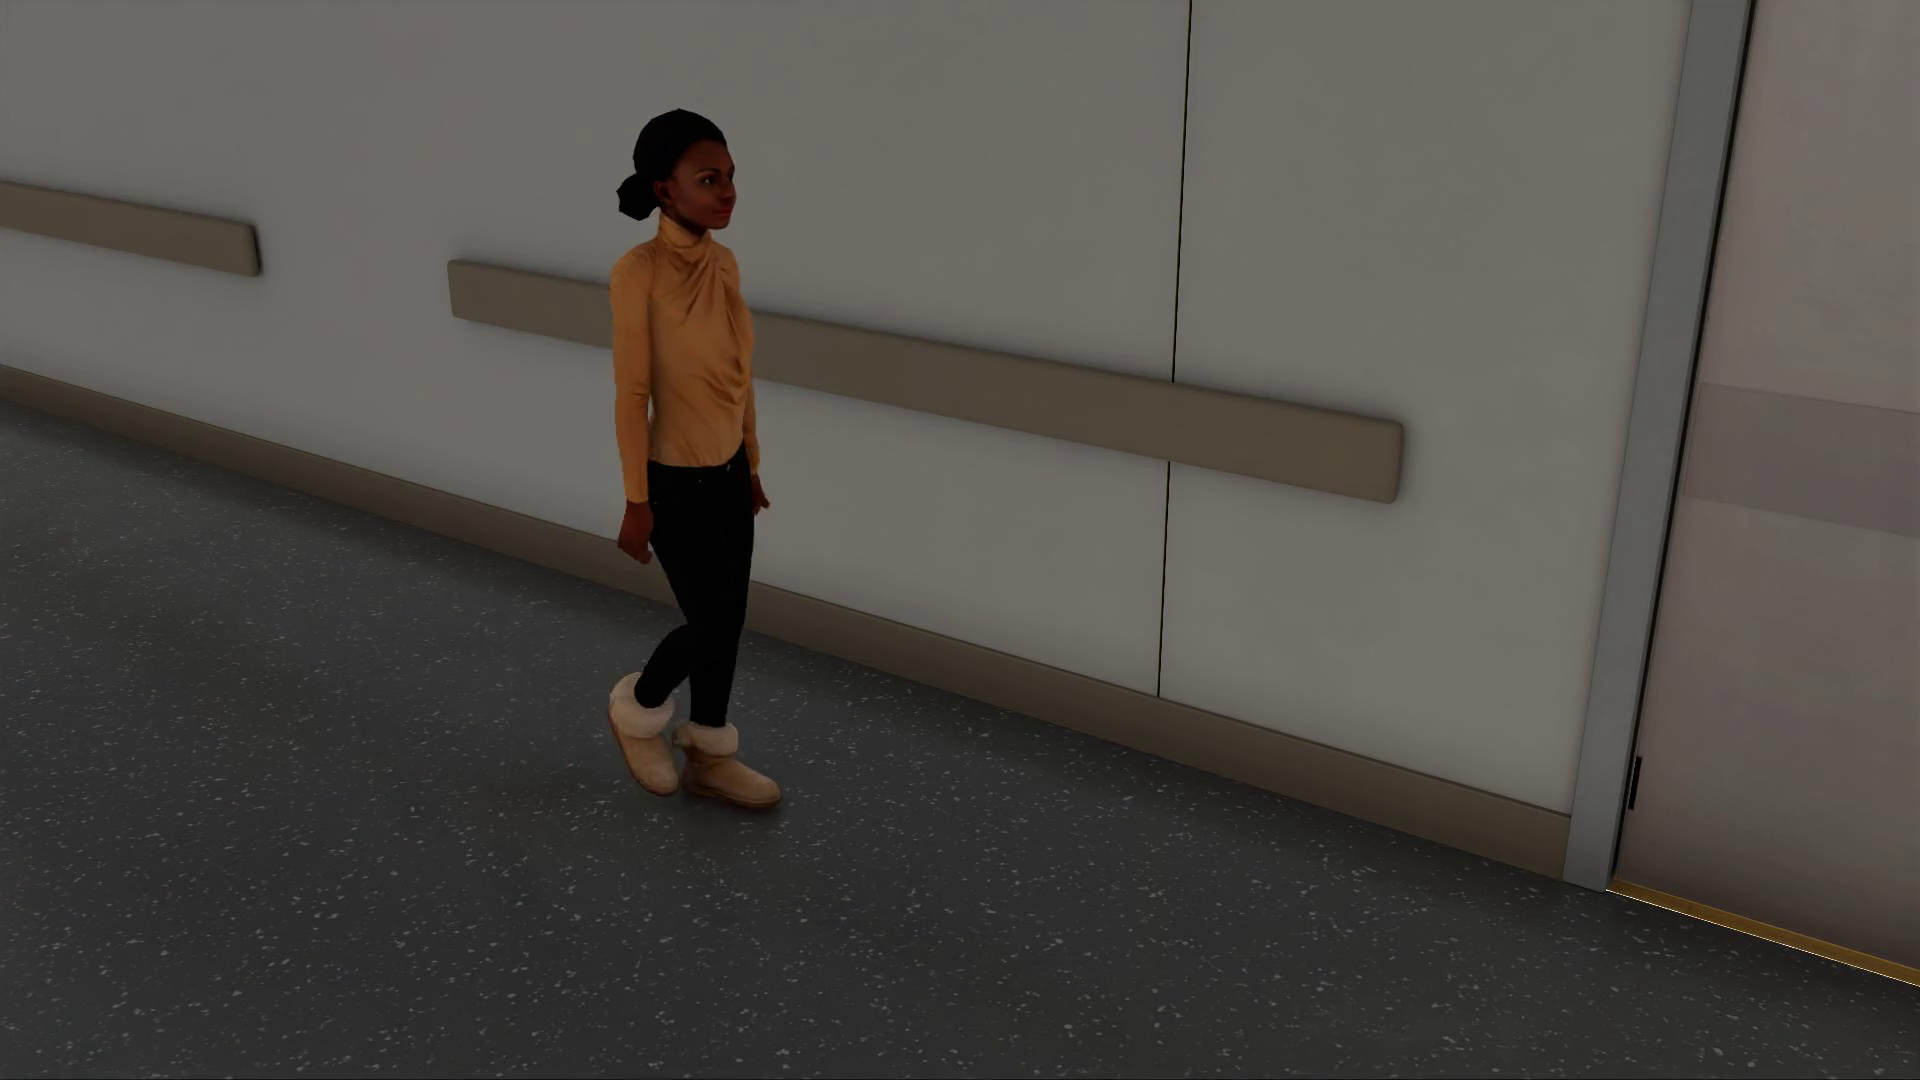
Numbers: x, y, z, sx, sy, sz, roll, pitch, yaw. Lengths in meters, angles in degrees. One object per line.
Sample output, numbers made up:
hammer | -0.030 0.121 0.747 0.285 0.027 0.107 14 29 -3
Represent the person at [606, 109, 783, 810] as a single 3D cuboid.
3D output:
person | -0.676 -0.141 3.822 0.708 1.648 0.639 11 23 26
